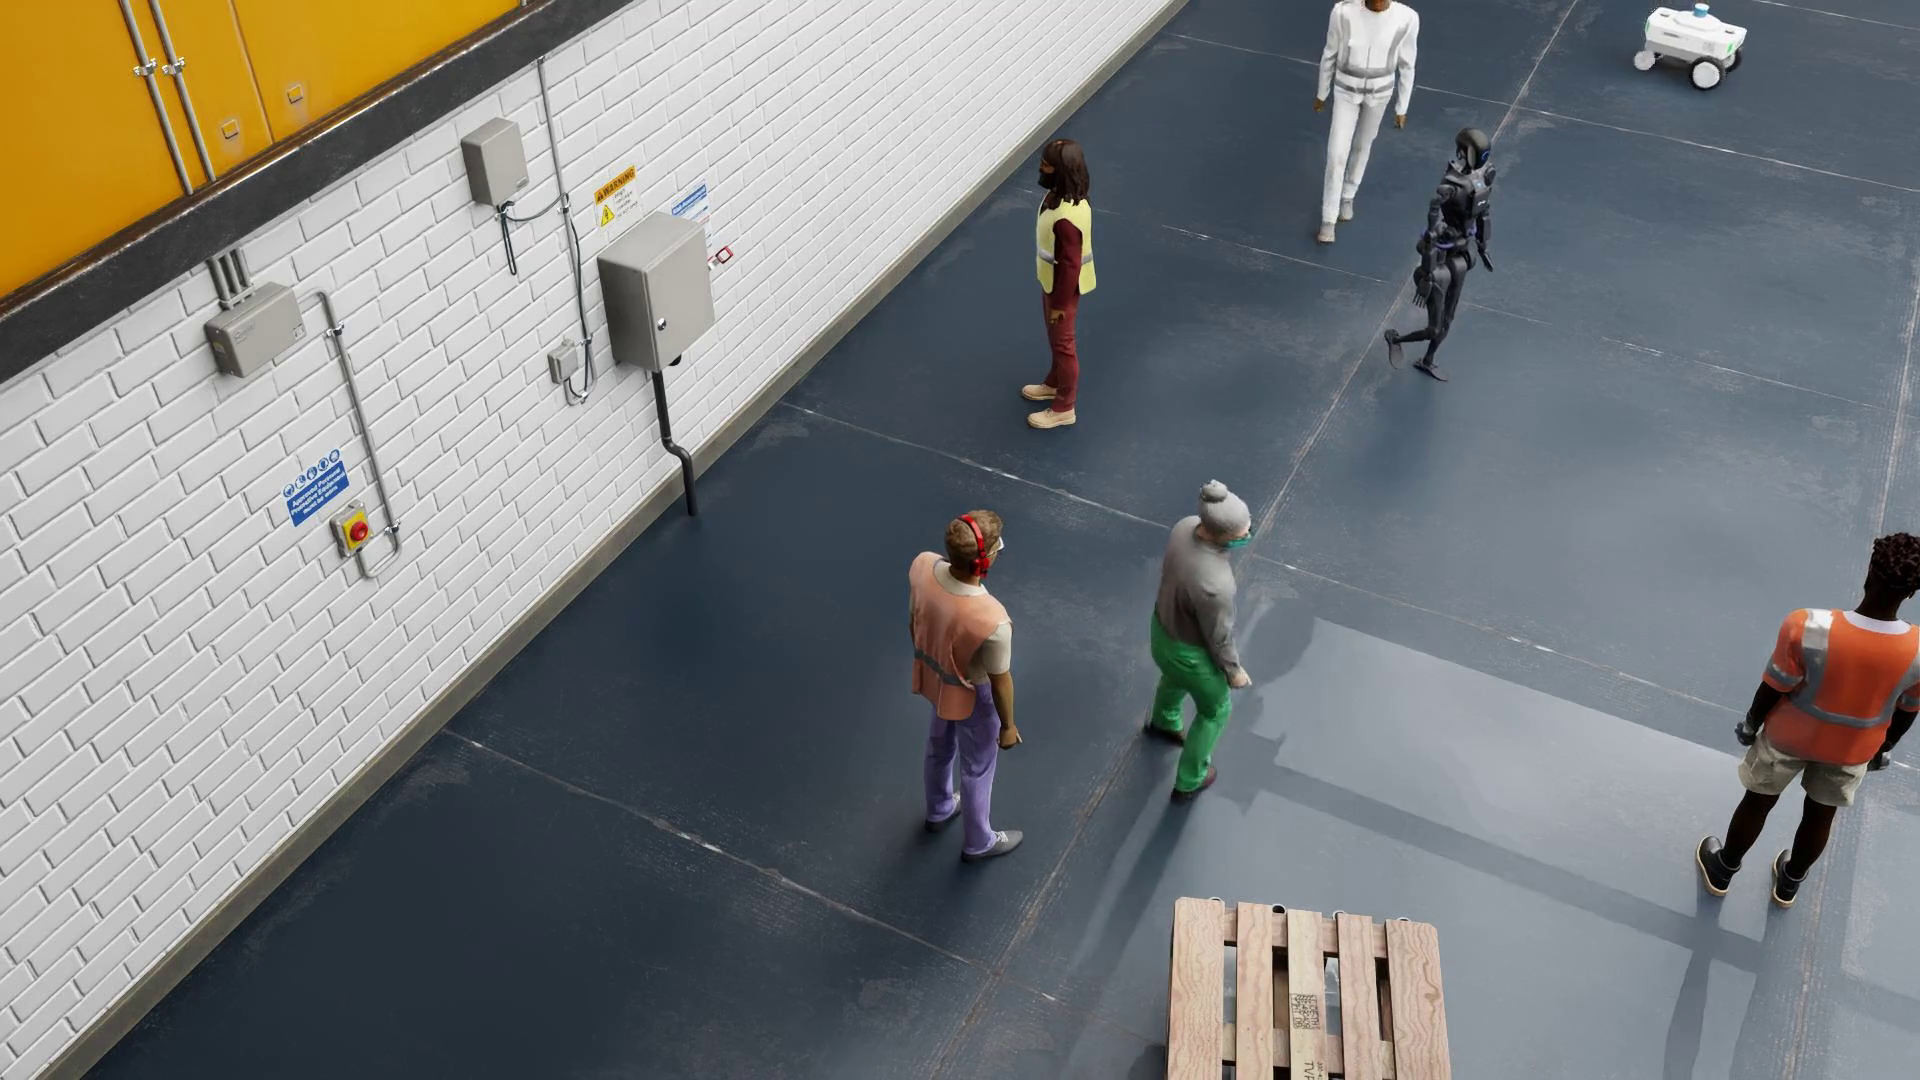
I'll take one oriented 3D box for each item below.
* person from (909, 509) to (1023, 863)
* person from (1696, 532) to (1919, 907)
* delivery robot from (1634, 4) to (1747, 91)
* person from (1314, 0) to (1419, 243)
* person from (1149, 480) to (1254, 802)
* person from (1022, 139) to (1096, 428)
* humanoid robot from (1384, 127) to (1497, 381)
[{"bbox_3d":[0.012,0.631,6.899,0.376,1.843,0.571,-29,48,-29],"label":"person"},{"bbox_3d":[3.448,0.755,6.665,0.605,1.966,0.368,10,42,12],"label":"person"},{"bbox_3d":[5.828,-3.932,13.186,0.781,0.605,0.499,27,48,28],"label":"delivery robot"},{"bbox_3d":[2.645,-2.848,10.925,0.604,1.850,0.868,6,41,7],"label":"person"},{"bbox_3d":[1.019,0.409,7.182,0.391,1.834,0.562,-7,41,-8],"label":"person"},{"bbox_3d":[0.568,-1.437,9.355,0.374,1.768,0.473,-2,41,-3],"label":"person"},{"bbox_3d":[2.833,-1.671,9.701,0.596,1.648,0.436,-28,48,-29],"label":"humanoid robot"}]
